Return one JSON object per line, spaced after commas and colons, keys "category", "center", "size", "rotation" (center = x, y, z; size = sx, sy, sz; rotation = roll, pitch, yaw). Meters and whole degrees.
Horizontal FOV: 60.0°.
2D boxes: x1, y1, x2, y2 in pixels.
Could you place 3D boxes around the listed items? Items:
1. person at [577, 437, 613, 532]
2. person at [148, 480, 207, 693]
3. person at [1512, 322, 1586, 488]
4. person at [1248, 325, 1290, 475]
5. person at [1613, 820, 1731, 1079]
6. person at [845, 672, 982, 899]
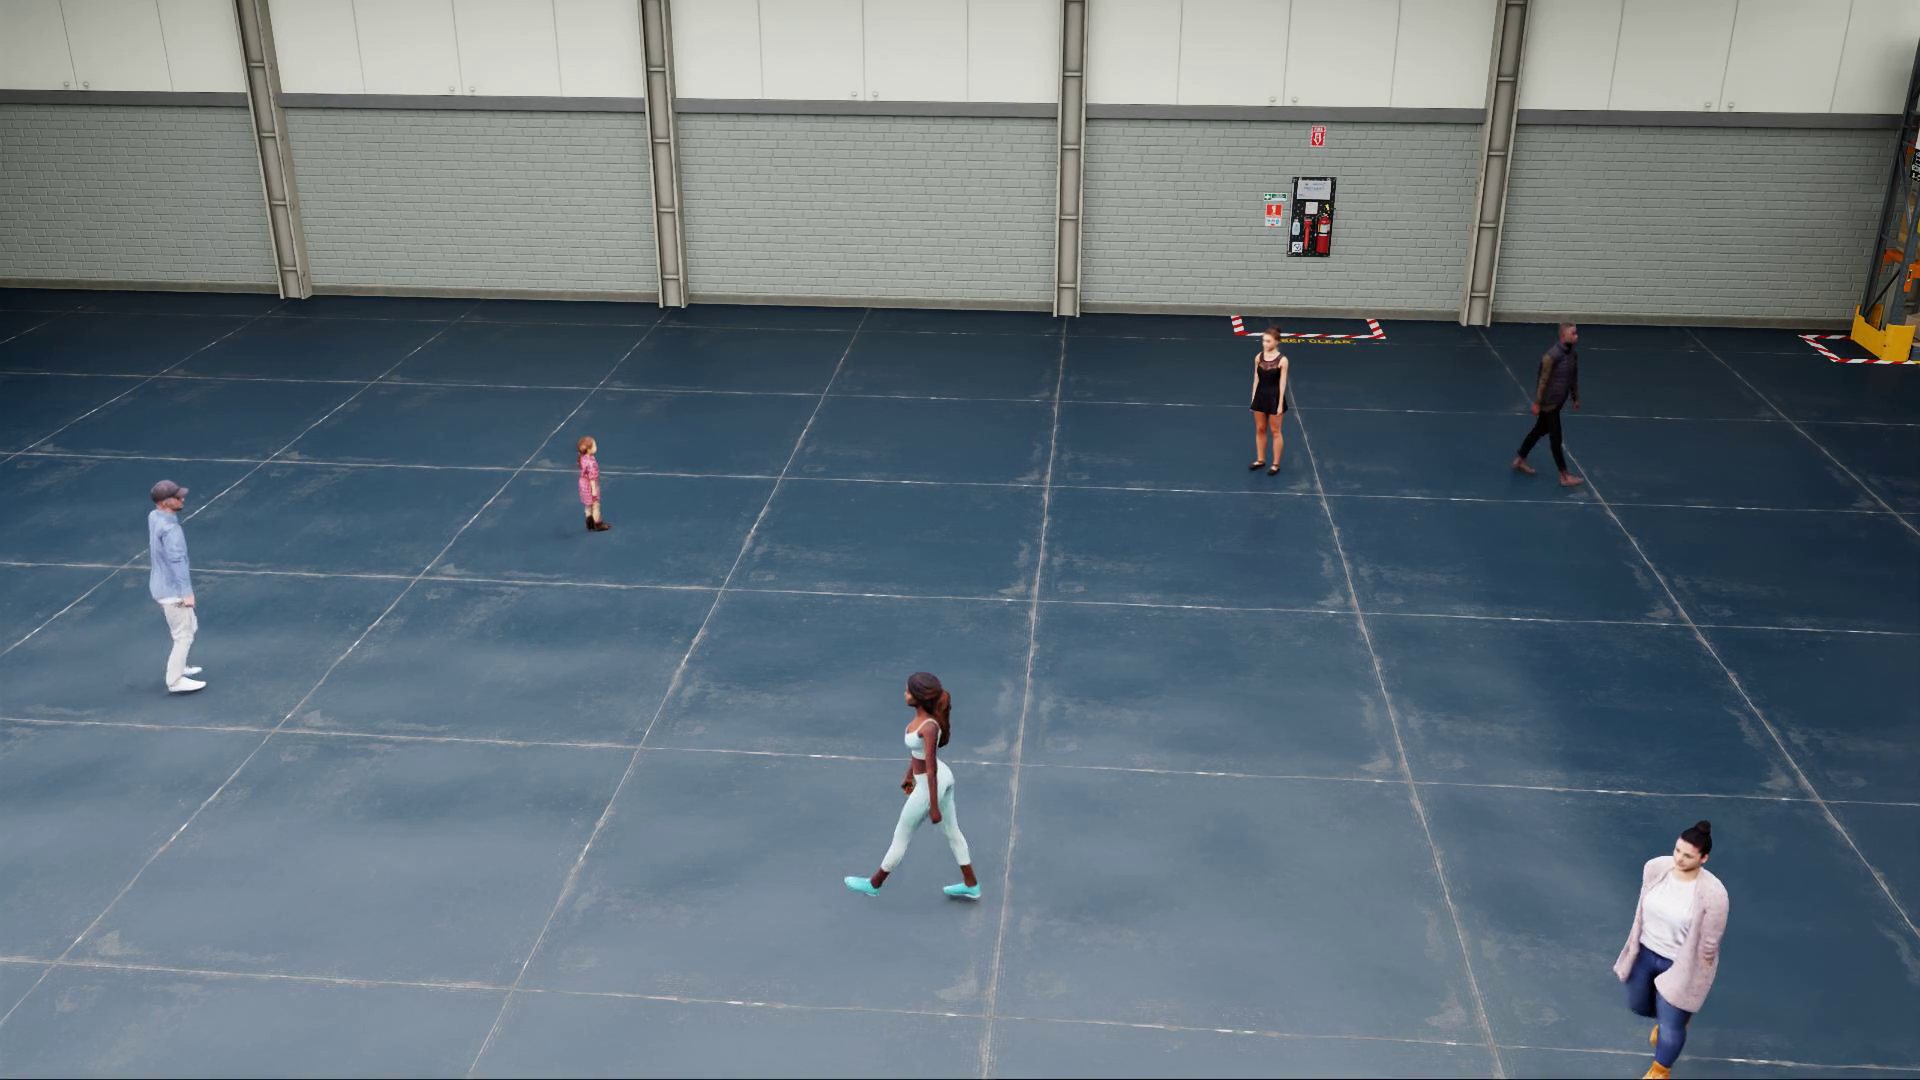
{"category": "person", "center": [-3.827, -0.576, 17.047], "size": [0.591, 1.017, 0.532], "rotation": [-15, 27, -31]}
{"category": "person", "center": [-6.528, 0.406, 13.665], "size": [0.866, 1.858, 0.818], "rotation": [-18, 29, -36]}
{"category": "person", "center": [6.417, -1.507, 18.255], "size": [1.173, 1.786, 1.258], "rotation": [-20, 30, -38]}
{"category": "person", "center": [3.456, -1.568, 18.535], "size": [0.670, 1.679, 0.749], "rotation": [20, 30, 38]}
{"category": "person", "center": [4.064, 2.312, 9.346], "size": [0.994, 1.728, 0.922], "rotation": [-15, 27, -31]}
{"category": "person", "center": [-0.112, 1.662, 10.934], "size": [1.105, 1.683, 0.565], "rotation": [1, 23, 3]}
